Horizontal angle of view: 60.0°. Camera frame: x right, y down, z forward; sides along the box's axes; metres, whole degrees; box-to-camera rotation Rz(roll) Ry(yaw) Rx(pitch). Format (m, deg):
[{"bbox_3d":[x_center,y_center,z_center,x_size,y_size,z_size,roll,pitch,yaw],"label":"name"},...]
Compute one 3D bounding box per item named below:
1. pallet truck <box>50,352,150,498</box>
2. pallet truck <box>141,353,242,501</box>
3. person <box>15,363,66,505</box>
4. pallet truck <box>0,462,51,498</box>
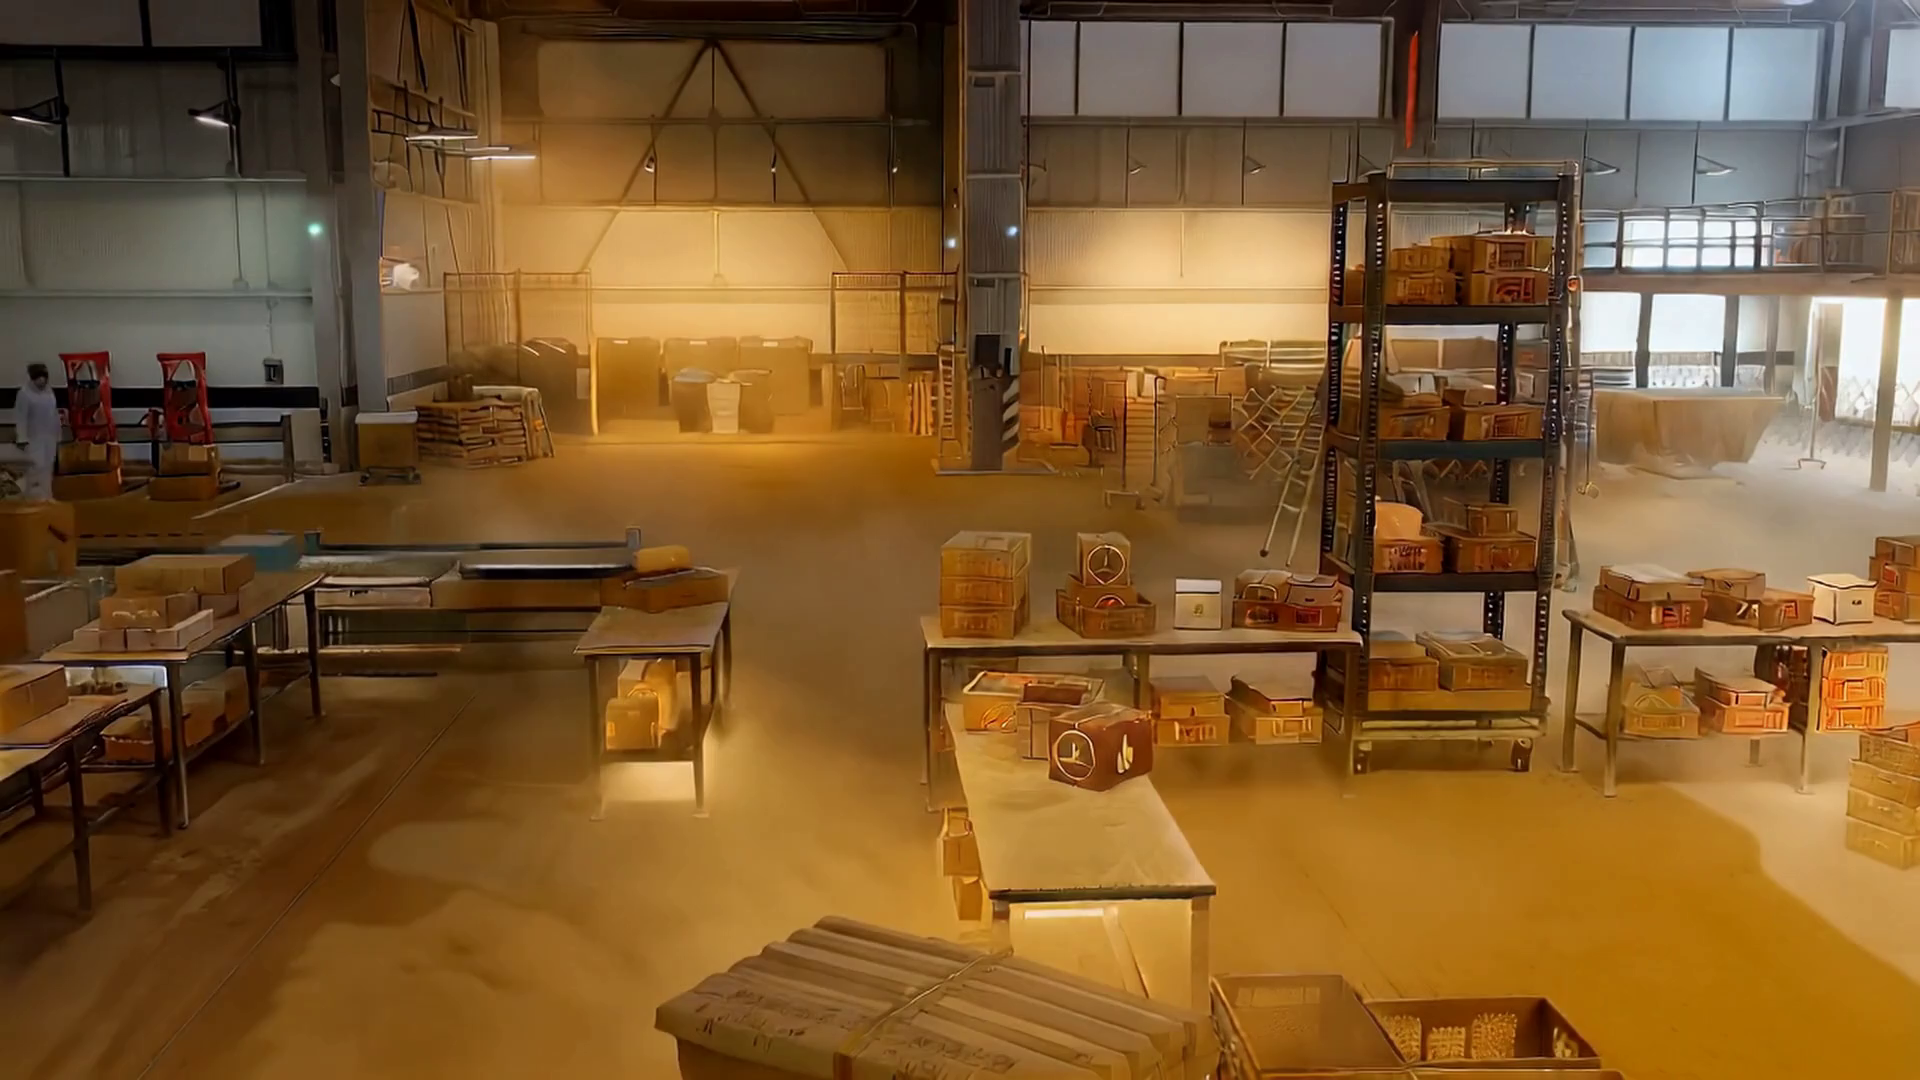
[{"bbox_3d":[-11.907,-1.642,23.165,0.823,1.965,1.885,0,9,0],"label":"pallet truck"},{"bbox_3d":[-10.520,-1.604,22.925,0.823,1.965,1.885,-1,9,-6],"label":"pallet truck"},{"bbox_3d":[-12.080,-1.378,21.853,0.446,1.887,0.642,1,9,5],"label":"person"},{"bbox_3d":[-13.193,-1.293,23.148,0.653,1.274,1.630,-1,9,-4],"label":"pallet truck"}]
